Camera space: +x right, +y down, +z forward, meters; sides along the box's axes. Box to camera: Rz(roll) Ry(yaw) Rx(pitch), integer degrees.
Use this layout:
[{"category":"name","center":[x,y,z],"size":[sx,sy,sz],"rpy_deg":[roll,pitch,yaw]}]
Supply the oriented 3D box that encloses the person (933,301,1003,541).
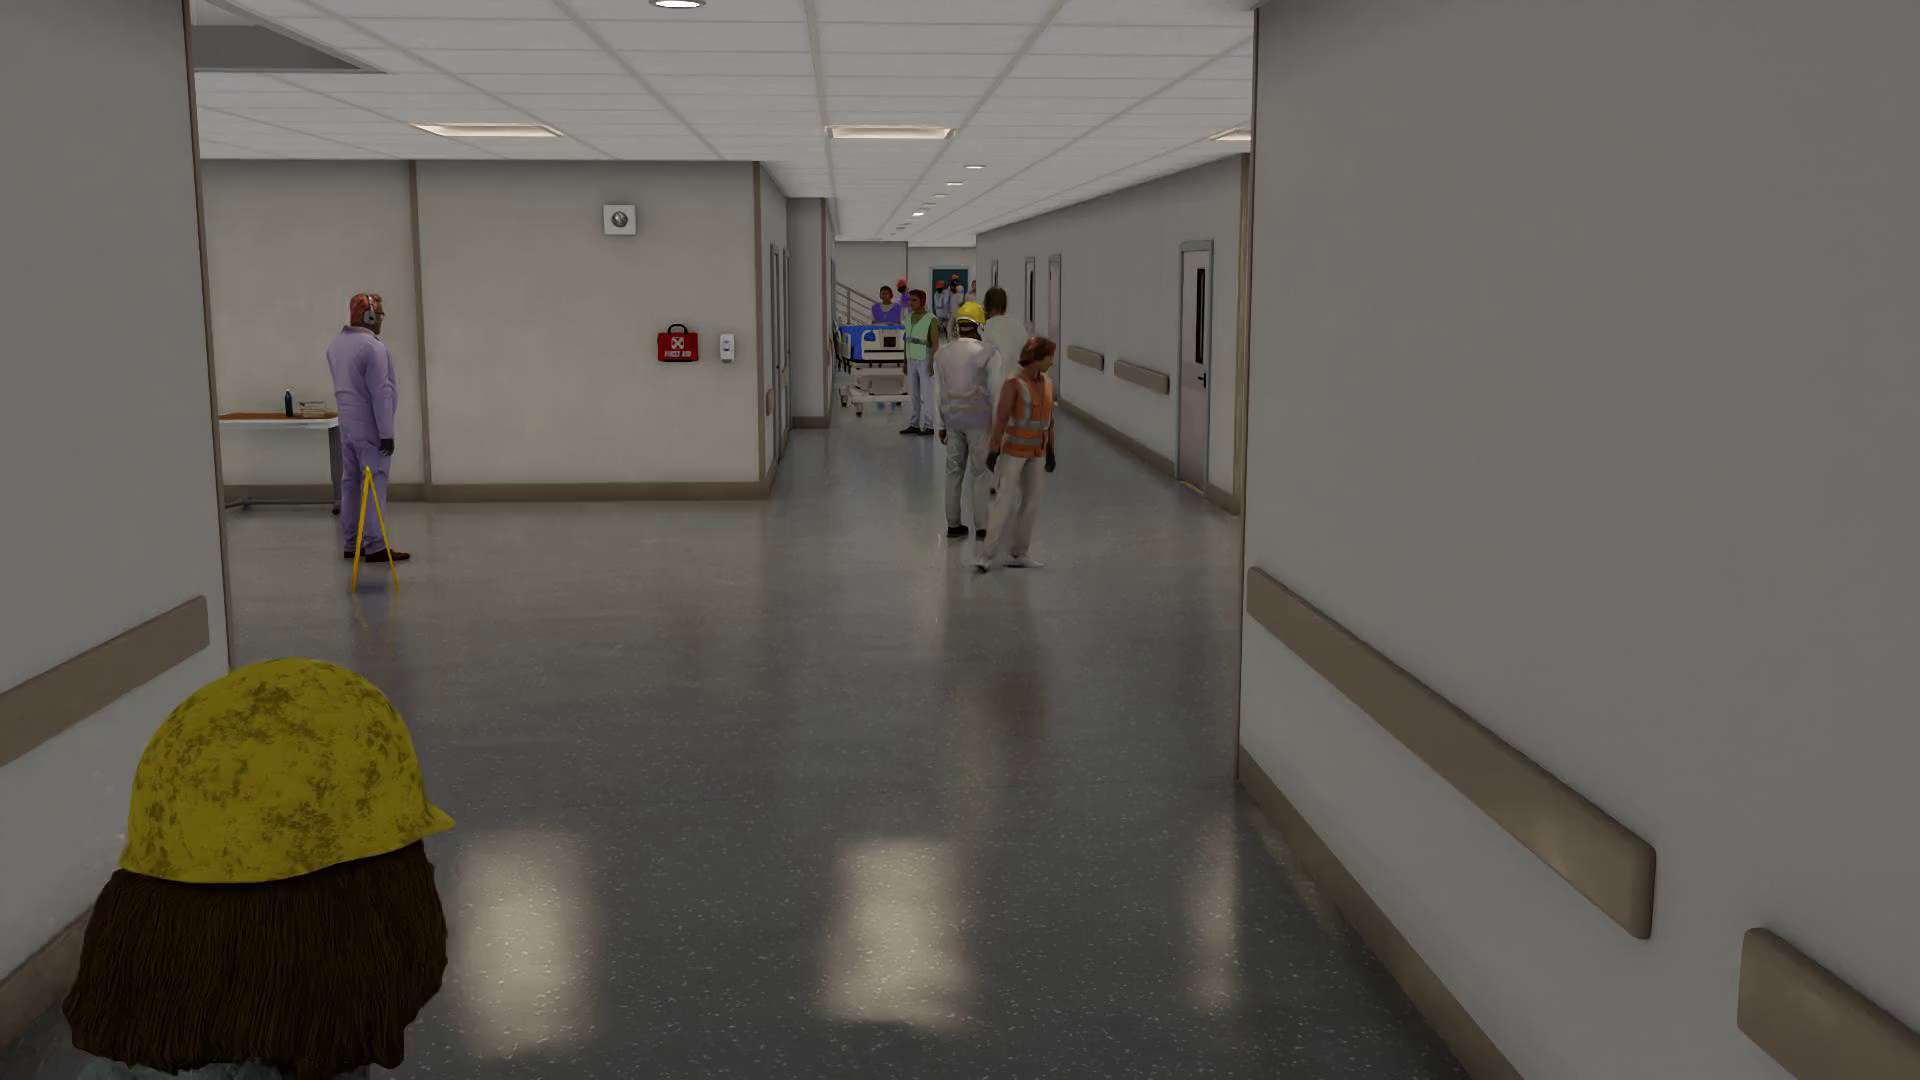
[{"category":"person","center":[0.080,-0.904,12.731],"size":[0.591,1.824,0.403],"rpy_deg":[5,11,31]}]

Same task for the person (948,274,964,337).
[{"category":"person","center":[-0.164,-7.631,54.258],"size":[0.615,2.042,0.374],"rpy_deg":[-6,11,-35]}]

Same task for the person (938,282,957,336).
[{"category":"person","center":[-0.455,-7.646,55.109],"size":[1.009,1.814,0.574],"rpy_deg":[2,9,12]}]

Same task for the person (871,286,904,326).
[{"category":"person","center":[-1.224,-3.348,27.989],"size":[0.570,1.843,0.373],"rpy_deg":[2,9,11]}]

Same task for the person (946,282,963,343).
[{"category":"person","center":[-0.189,-6.060,45.007],"size":[0.508,1.852,0.673],"rpy_deg":[7,11,36]}]

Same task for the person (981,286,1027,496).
[{"category":"person","center":[0.363,-1.320,15.033],"size":[0.633,1.926,0.495],"rpy_deg":[-7,11,-38]}]

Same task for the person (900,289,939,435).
[{"category":"person","center":[-0.502,-2.254,21.119],"size":[0.379,1.844,0.570],"rpy_deg":[-9,12,-43]}]

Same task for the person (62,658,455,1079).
[{"category":"person","center":[-0.502,0.945,1.395],"size":[0.500,1.717,0.587],"rpy_deg":[7,11,36]}]

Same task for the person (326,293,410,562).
[{"category":"person","center":[-4.181,-0.793,11.788],"size":[0.643,1.900,0.404],"rpy_deg":[8,12,40]}]

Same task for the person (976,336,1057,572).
[{"category":"person","center":[0.393,-0.578,11.338],"size":[0.397,1.605,0.644],"rpy_deg":[8,12,42]}]

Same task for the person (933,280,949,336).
[{"category":"person","center":[-0.540,-6.117,45.242],"size":[0.555,1.880,0.884],"rpy_deg":[7,12,39]}]
